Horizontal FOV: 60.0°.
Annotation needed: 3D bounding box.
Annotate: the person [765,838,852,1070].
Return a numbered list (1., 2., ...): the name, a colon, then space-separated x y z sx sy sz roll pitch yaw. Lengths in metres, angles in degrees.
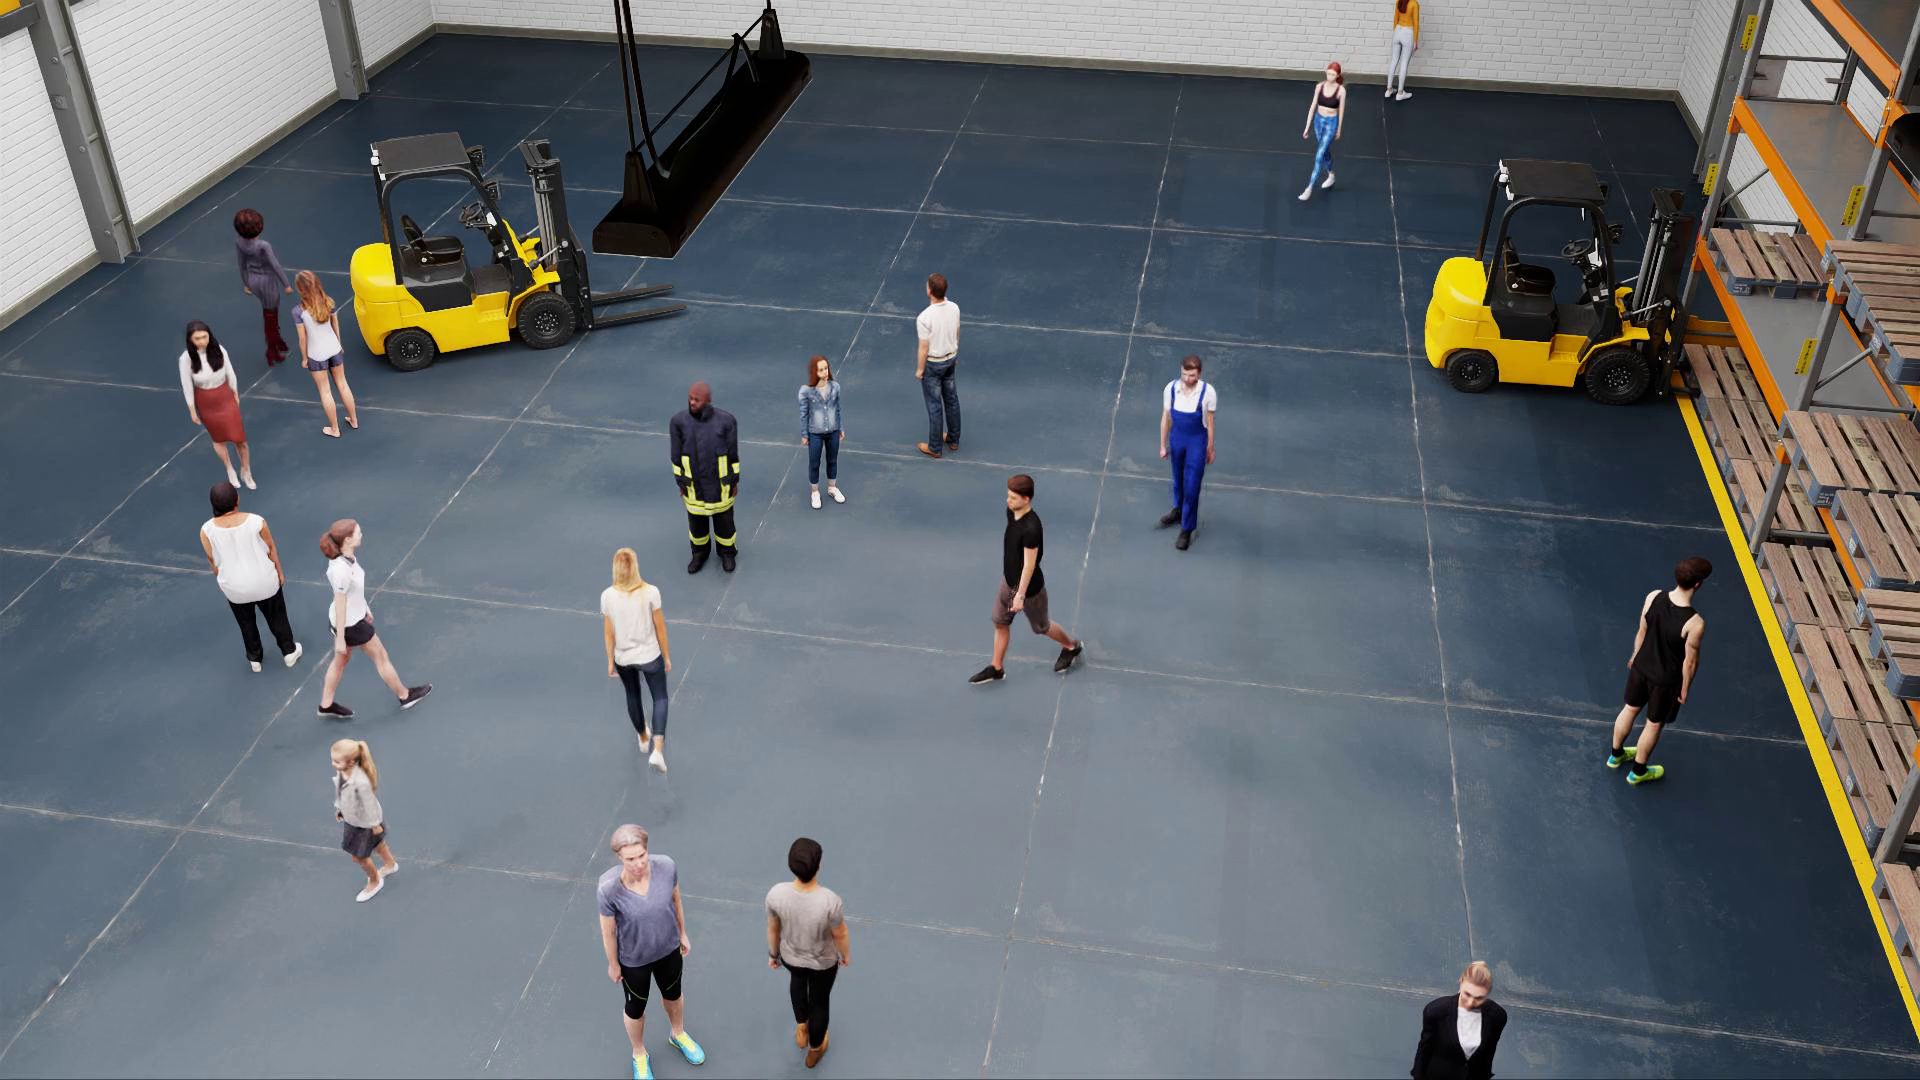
1. person: -0.912 2.471 9.714 0.634 1.712 0.603 8 34 11

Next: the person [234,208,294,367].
1. person: -7.316 -2.595 17.352 0.654 1.696 0.687 13 36 18

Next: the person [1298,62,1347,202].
1. person: 4.718 -5.250 21.323 0.994 1.719 1.296 24 40 31

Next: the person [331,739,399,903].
1. person: -3.938 1.809 11.118 0.709 1.261 0.648 -23 40 -30

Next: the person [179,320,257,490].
1. person: -6.856 -1.251 15.291 0.751 1.737 0.801 -16 37 -23

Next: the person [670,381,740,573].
1. person: -2.156 -0.562 14.181 0.781 1.820 0.718 1 34 1

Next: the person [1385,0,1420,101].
1. person: 6.538 -7.389 24.514 0.740 1.751 0.692 -25 41 -32

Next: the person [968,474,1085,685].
1. person: 0.583 0.309 12.857 1.188 1.834 1.235 -15 37 -22

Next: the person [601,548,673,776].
1. person: -2.323 0.925 11.973 0.770 1.787 1.039 -3 34 -4

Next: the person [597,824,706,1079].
1. person: -1.819 2.385 9.683 0.744 1.889 0.801 -21 39 -28

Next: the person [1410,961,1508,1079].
1. person: 2.670 2.917 9.049 0.646 1.706 0.581 0 34 0

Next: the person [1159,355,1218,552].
1. person: 2.025 -0.868 14.641 0.795 1.819 1.022 17 37 24

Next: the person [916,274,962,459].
1. person: -0.191 -1.664 15.805 0.724 1.855 0.812 -26 42 -34

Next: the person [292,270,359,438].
1. person: -6.175 -1.819 16.147 0.740 1.735 0.638 25 41 32

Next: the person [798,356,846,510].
1. person: -1.255 -1.005 15.156 0.641 1.478 0.669 -14 36 -21

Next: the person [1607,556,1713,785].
1. person: 4.986 0.928 11.875 0.809 1.890 0.740 -20 38 -27

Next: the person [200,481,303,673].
1. person: -5.582 0.275 13.041 0.748 1.687 0.743 -7 34 -11

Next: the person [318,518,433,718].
1. person: -4.659 0.656 12.450 1.016 1.707 1.105 -9 35 -13
